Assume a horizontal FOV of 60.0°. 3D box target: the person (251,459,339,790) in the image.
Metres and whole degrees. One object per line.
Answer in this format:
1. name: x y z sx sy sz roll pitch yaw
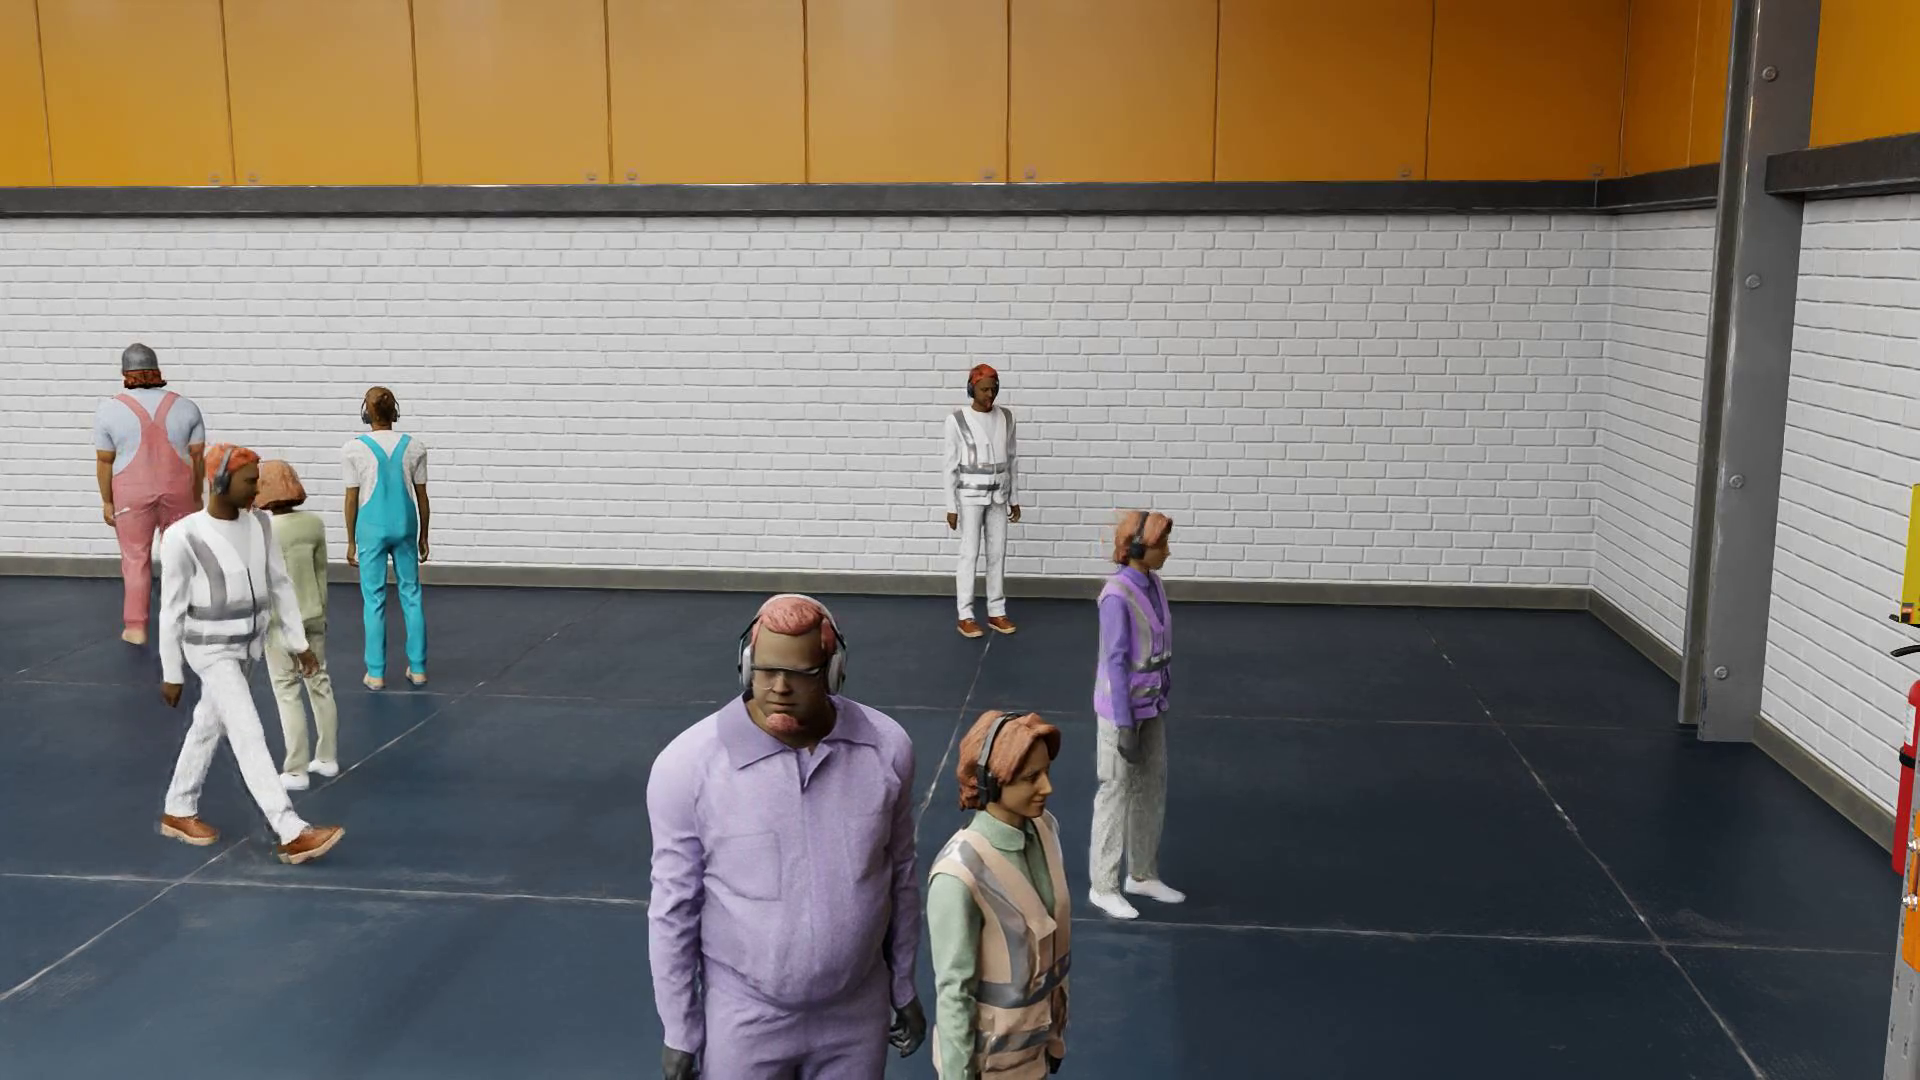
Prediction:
1. person: -3.298 0.415 8.198 0.266 1.631 0.507 3 10 19

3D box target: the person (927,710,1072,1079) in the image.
1. person: 0.092 1.182 3.789 0.308 1.639 0.523 5 11 26

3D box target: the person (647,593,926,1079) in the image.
1. person: -0.368 1.054 3.771 0.648 1.904 0.401 -5 11 -24

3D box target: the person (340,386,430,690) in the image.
1. person: -3.462 -0.011 10.079 0.501 1.838 0.343 -7 12 -33

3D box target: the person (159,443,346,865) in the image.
1. person: -3.159 0.493 7.241 1.058 1.822 0.577 3 10 18

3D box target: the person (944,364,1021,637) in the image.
1. person: 0.155 -0.267 11.430 0.583 1.873 0.365 -6 12 -32

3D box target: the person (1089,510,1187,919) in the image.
1. person: 0.710 0.698 6.631 0.382 1.630 0.571 5 11 28

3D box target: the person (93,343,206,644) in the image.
1. person: -5.497 -0.330 11.304 0.683 2.000 0.535 -7 12 -36
